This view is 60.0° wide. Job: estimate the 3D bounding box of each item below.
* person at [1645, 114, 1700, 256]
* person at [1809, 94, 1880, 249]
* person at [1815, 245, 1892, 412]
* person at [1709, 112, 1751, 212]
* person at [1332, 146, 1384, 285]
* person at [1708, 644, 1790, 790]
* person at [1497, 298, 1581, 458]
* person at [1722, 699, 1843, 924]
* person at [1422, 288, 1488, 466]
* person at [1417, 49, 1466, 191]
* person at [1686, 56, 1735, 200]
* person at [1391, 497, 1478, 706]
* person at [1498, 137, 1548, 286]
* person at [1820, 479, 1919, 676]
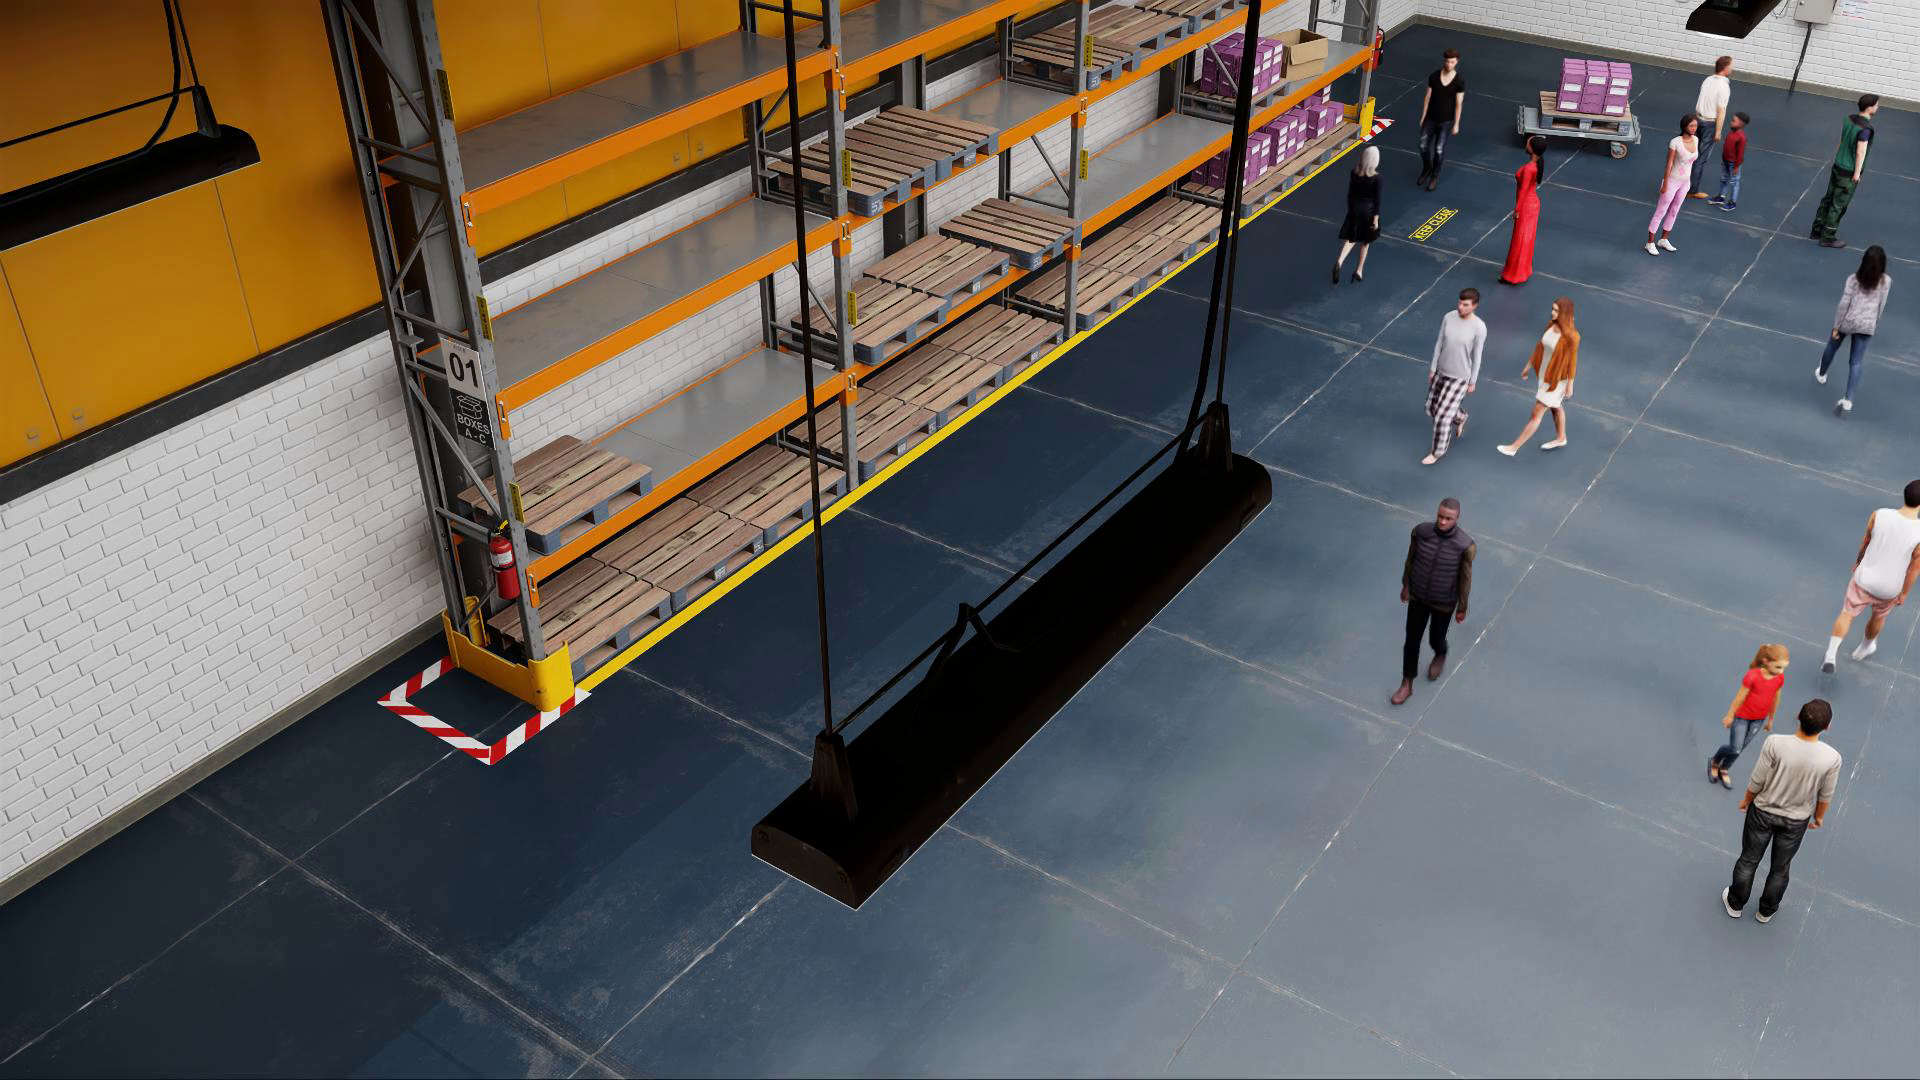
[{"bbox_3d":[8.760,-4.364,20.357,0.616,1.741,0.723,-13,36,-19],"label":"person"},{"bbox_3d":[10.956,-4.582,20.542,0.830,1.899,0.723,0,34,0],"label":"person"},{"bbox_3d":[9.218,-2.154,17.080,0.855,1.688,1.242,10,35,14],"label":"person"},{"bbox_3d":[10.102,-4.946,21.676,0.682,1.250,0.602,-3,34,-4],"label":"person"},{"bbox_3d":[4.658,-3.732,19.418,0.656,1.727,0.975,27,42,34],"label":"person"},{"bbox_3d":[5.806,1.252,12.305,0.591,1.301,0.647,-1,34,-2],"label":"person"},{"bbox_3d":[5.857,-1.581,16.227,1.157,1.677,1.064,-8,34,-11],"label":"person"},{"bbox_3d":[5.444,1.798,11.023,0.704,1.811,0.608,13,36,19],"label":"person"},{"bbox_3d":[4.841,-1.632,16.170,1.028,1.826,0.797,-25,41,-32],"label":"person"},{"bbox_3d":[6.396,-5.610,22.103,0.722,1.883,0.656,17,37,24],"label":"person"},{"bbox_3d":[9.816,-5.458,21.901,0.799,1.853,0.733,-5,34,-7],"label":"person"},{"bbox_3d":[3.764,0.427,13.073,0.741,1.824,0.982,23,40,31],"label":"person"},{"bbox_3d":[6.672,-3.881,19.590,0.704,1.786,0.541,19,38,27],"label":"person"},{"bbox_3d":[7.300,0.330,13.273,0.745,1.765,1.097,28,43,35],"label":"person"}]
